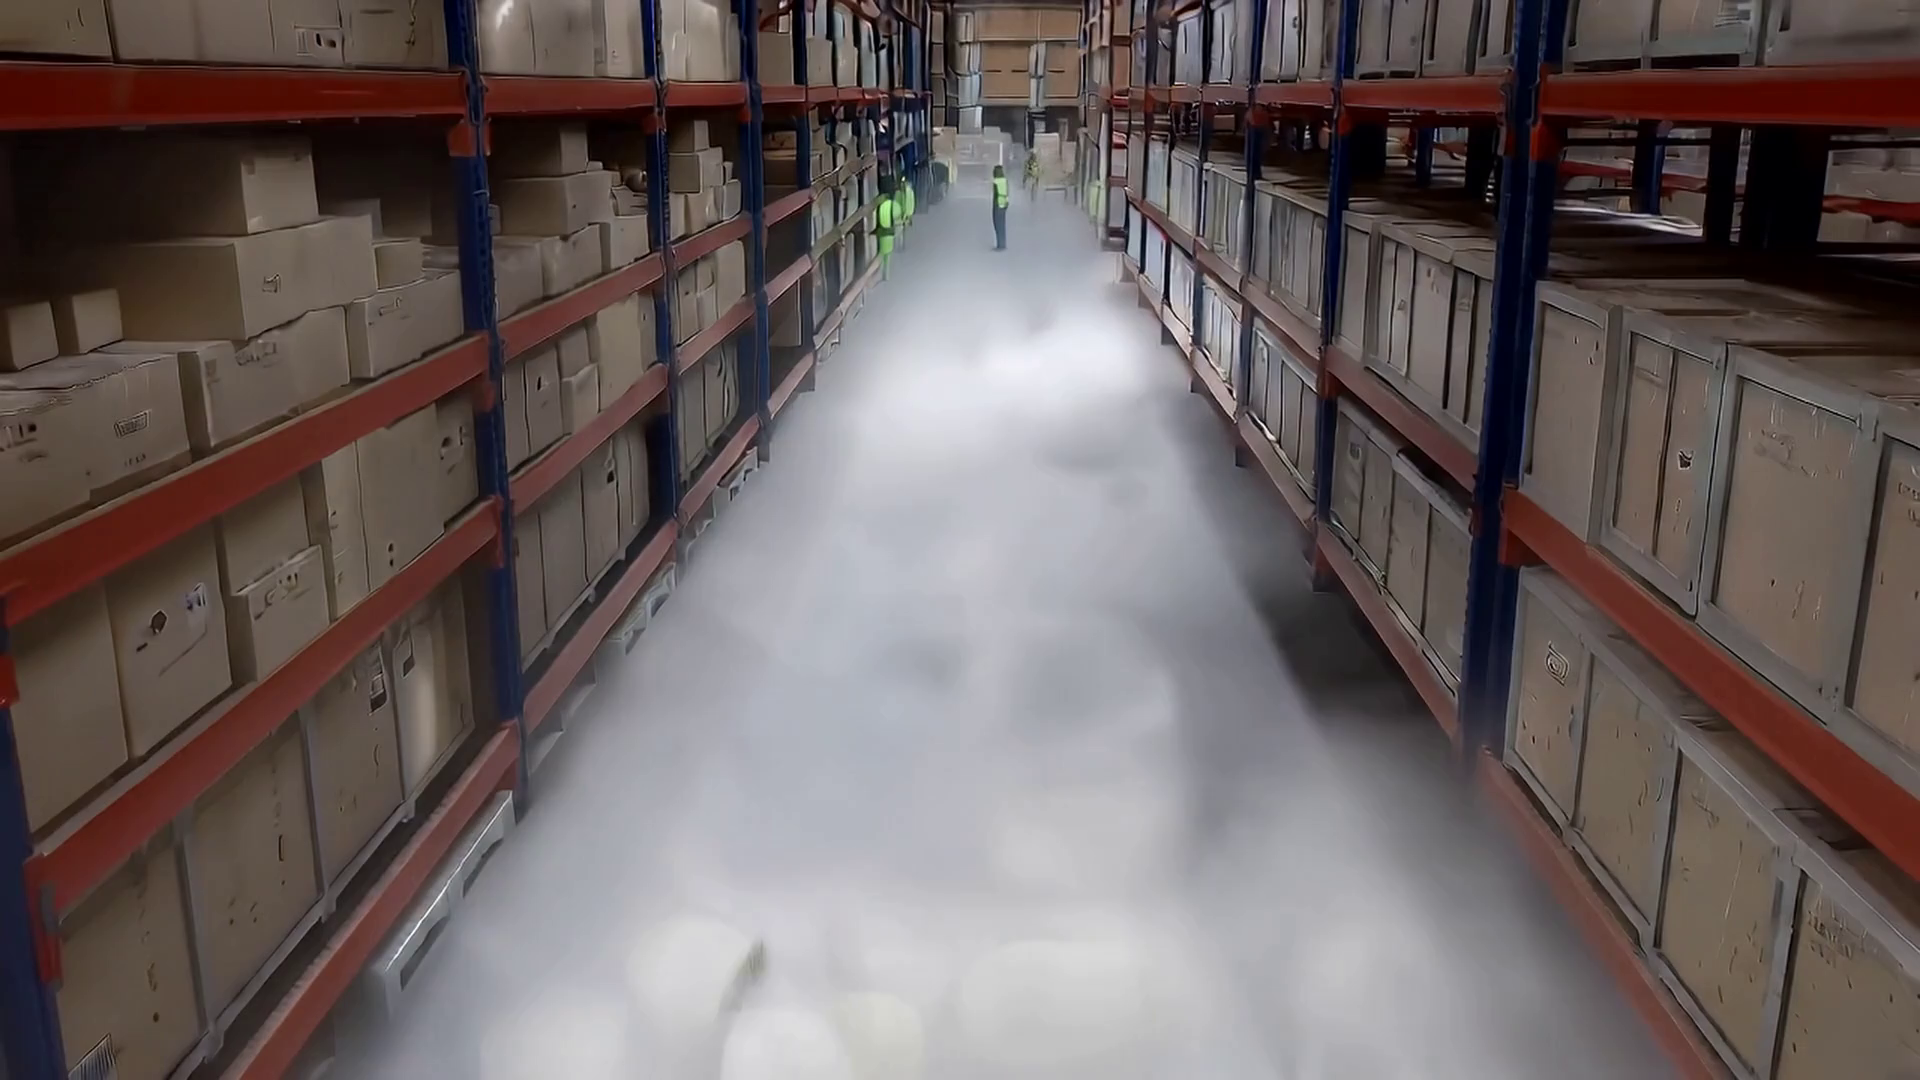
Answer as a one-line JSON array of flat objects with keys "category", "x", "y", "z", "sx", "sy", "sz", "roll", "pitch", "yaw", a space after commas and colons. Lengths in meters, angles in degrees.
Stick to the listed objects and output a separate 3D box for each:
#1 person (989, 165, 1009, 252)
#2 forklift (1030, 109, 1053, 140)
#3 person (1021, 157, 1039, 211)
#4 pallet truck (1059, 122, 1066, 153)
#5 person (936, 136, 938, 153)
[{"category": "person", "x": 0.882, "y": -7.412, "z": 37.192, "sx": 0.390, "sy": 1.920, "sz": 0.587, "roll": 6, "pitch": 16, "yaw": 21}, {"category": "forklift", "x": 3.436, "y": -16.837, "z": 70.436, "sx": 1.129, "sy": 2.768, "sz": 1.873, "roll": 0, "pitch": 15, "yaw": 2}, {"category": "person", "x": 2.083, "y": -10.645, "z": 49.814, "sx": 0.536, "sy": 1.593, "sz": 0.840, "roll": 2, "pitch": 15, "yaw": 9}, {"category": "pallet truck", "x": 5.788, "y": -21.111, "z": 88.014, "sx": 1.885, "sy": 1.965, "sz": 0.823, "roll": 5, "pitch": 16, "yaw": 18}, {"category": "person", "x": -0.954, "y": -19.864, "z": 84.097, "sx": 0.531, "sy": 1.607, "sz": 0.726, "roll": 1, "pitch": 15, "yaw": 4}]
